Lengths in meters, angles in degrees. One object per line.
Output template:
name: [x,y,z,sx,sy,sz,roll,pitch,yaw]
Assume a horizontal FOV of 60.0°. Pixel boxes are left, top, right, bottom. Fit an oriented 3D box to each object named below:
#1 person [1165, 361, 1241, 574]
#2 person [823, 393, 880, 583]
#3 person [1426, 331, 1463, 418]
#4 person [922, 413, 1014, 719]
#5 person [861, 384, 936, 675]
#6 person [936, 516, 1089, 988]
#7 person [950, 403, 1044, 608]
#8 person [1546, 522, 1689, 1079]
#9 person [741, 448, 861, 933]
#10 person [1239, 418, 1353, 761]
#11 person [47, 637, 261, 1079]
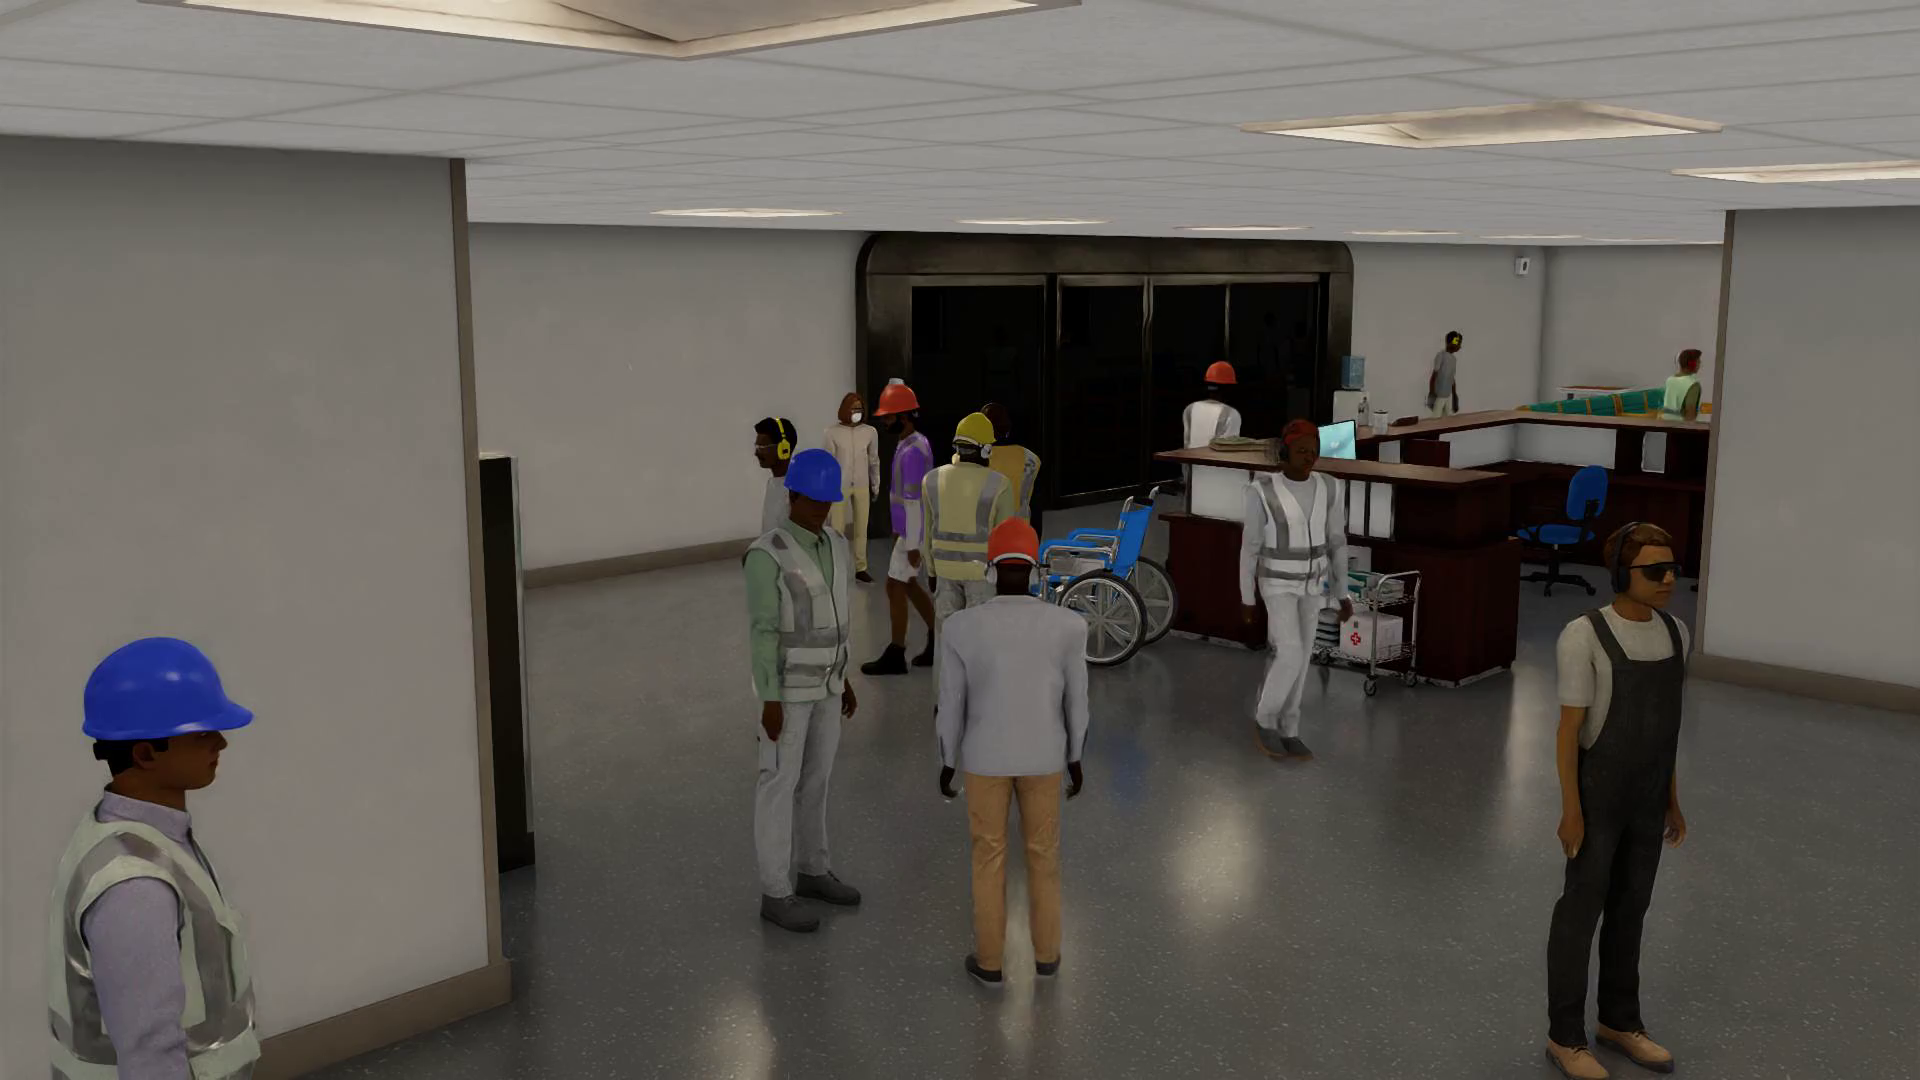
person: [1.992,-0.497,13.539,0.567,1.917,0.702,8,12,40]
person: [-0.913,-0.430,14.029,0.504,1.627,0.285,-4,10,-24]
person: [6.487,-1.894,22.408,0.653,1.831,0.333,-9,13,-43]
person: [0.065,0.170,9.738,0.596,1.828,0.403,4,10,25]
person: [-0.345,-0.068,10.883,0.589,1.914,0.581,0,9,1]
person: [0.195,0.782,6.193,0.572,1.747,0.344,-1,9,-7]
person: [0.207,0.066,10.366,0.626,1.836,0.431,-2,10,-15]
person: [2.170,0.856,5.452,0.508,1.847,0.345,-4,10,-24]
person: [-0.627,0.592,6.783,0.402,1.941,0.602,6,11,31]
person: [1.802,0.281,8.932,0.581,1.870,0.438,-5,10,-27]
person: [-1.582,1.151,3.332,0.406,1.948,0.605,-5,10,-26]
